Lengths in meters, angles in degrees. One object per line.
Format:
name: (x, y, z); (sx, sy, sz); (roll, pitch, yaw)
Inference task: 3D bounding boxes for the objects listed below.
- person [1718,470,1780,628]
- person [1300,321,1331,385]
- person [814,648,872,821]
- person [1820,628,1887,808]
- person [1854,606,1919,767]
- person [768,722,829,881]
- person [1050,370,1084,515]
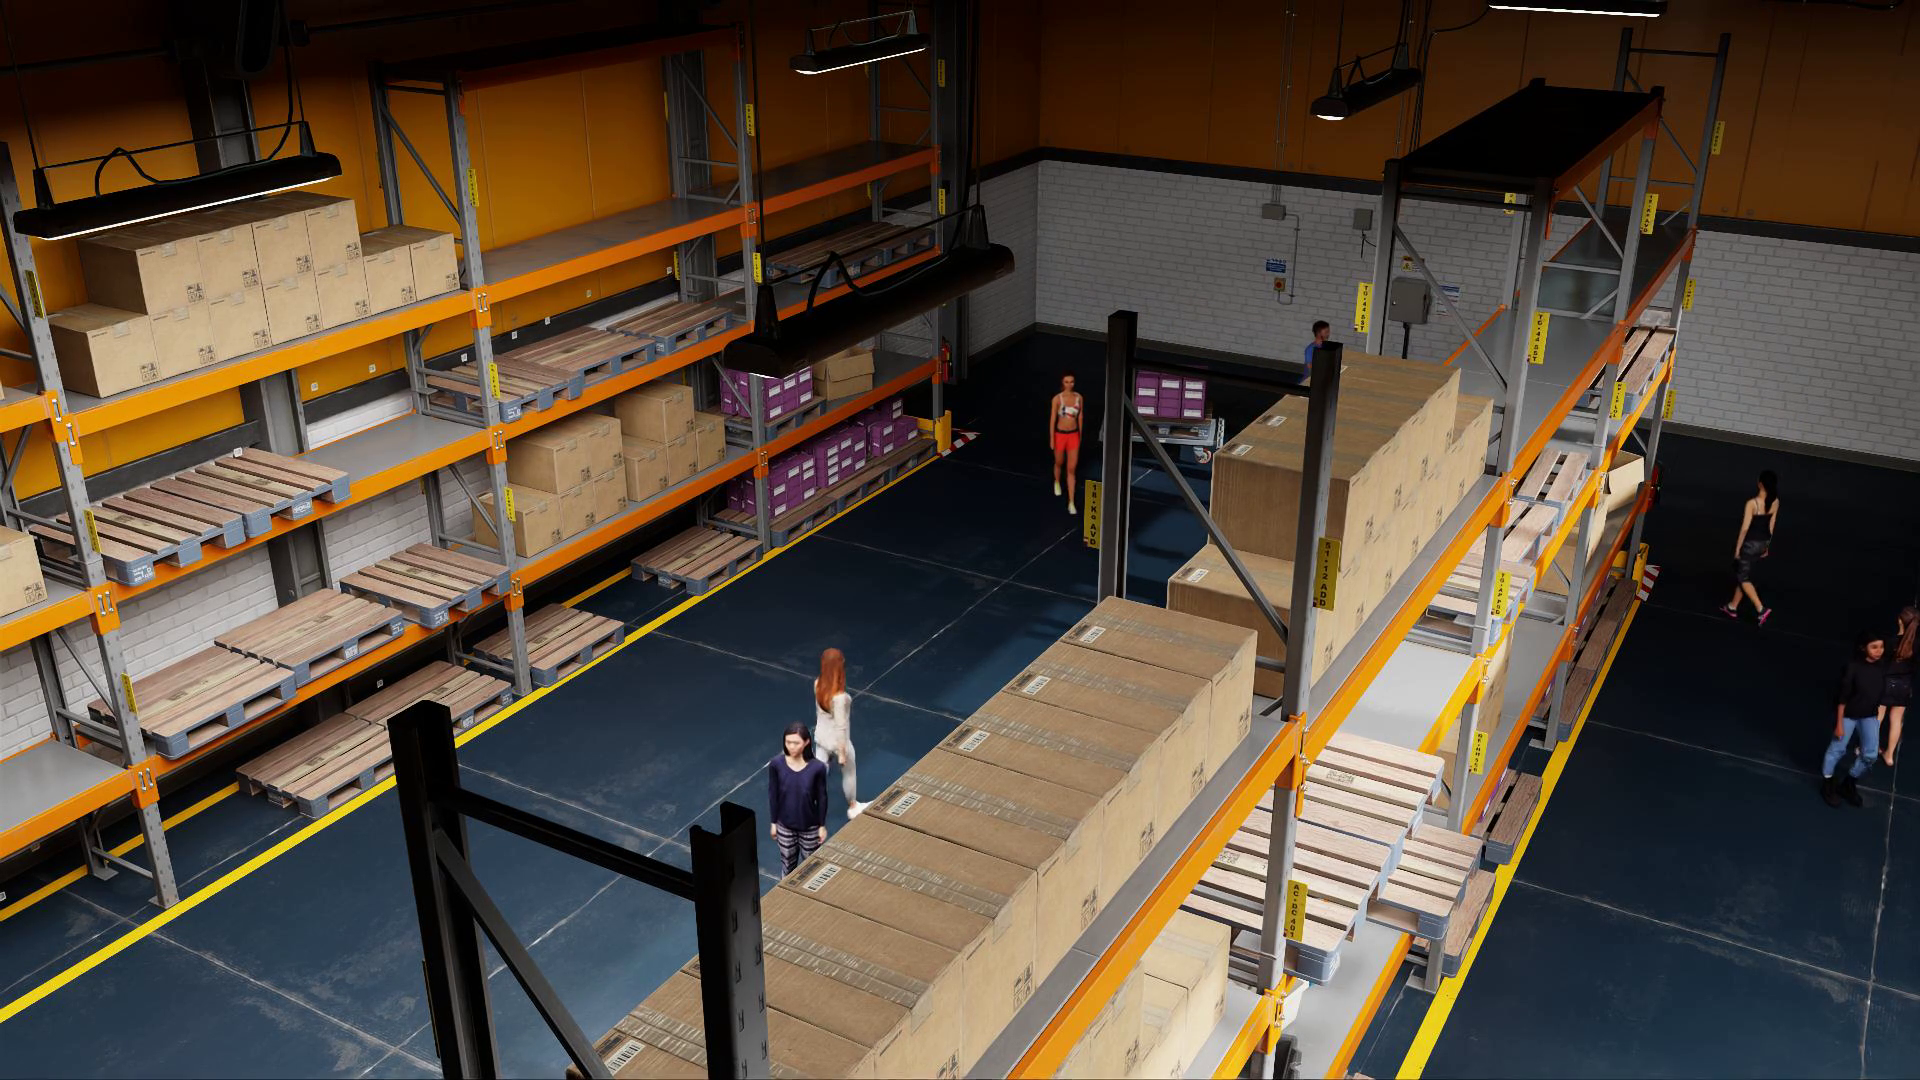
person: (8.397, 0.112, 17.509); (0.959, 1.707, 1.022); (-6, 24, -13)
person: (4.630, -2.029, 22.272); (0.924, 1.817, 1.243); (22, 32, 40)
person: (-1.141, 1.705, 13.895); (1.175, 1.683, 0.864); (-18, 30, -36)
person: (7.663, 1.492, 14.369); (0.730, 1.694, 0.785); (-5, 24, -11)
person: (8.412, 1.304, 14.973); (0.589, 1.556, 0.625); (5, 24, 10)
person: (-1.237, 2.155, 12.805); (0.672, 1.733, 0.642); (3, 24, 8)
person: (1.292, -1.270, 20.627); (1.048, 1.743, 1.196); (-3, 24, -6)
